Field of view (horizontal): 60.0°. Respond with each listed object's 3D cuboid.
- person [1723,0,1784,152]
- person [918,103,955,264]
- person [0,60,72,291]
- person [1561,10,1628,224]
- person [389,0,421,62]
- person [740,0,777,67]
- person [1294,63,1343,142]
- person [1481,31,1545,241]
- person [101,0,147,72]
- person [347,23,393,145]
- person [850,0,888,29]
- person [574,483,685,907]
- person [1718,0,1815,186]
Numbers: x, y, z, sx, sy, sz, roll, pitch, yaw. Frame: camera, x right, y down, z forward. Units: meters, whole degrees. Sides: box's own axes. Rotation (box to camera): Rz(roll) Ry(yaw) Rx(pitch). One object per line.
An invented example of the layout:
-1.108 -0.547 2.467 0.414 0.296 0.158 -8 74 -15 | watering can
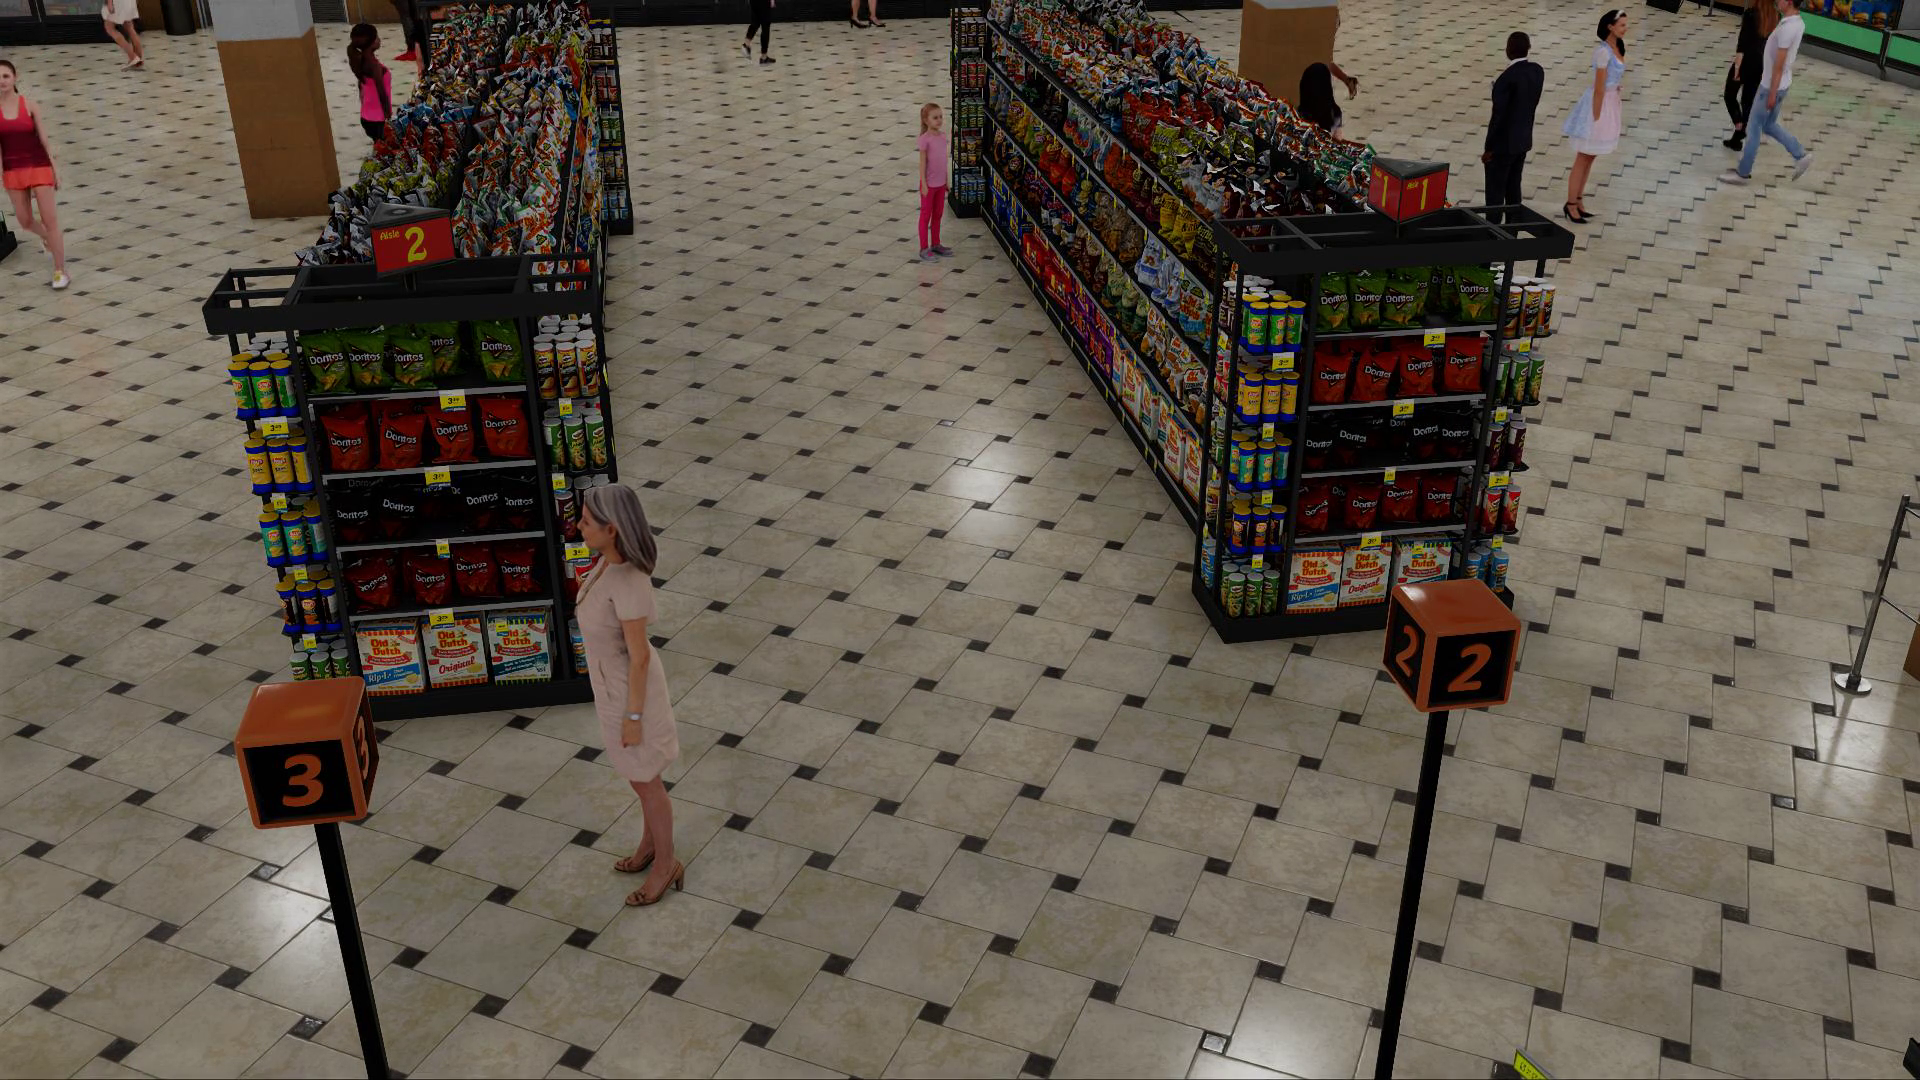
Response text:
8.017 -4.761 16.750 0.620 1.702 0.695 -3 27 -7 | person
-0.225 -2.944 13.645 0.643 1.270 0.588 21 33 35 | person
-7.247 -2.869 12.982 0.617 1.736 0.949 -8 28 -15 | person
5.563 -3.698 14.531 0.919 1.815 0.858 17 31 30 | person
-7.079 -7.042 21.134 0.776 1.805 0.628 7 28 14 | person
-2.561 -6.753 20.697 0.794 1.686 0.846 20 33 35 | person
2.758 -2.820 12.930 0.670 1.696 0.716 -10 28 -18 | person
4.468 -3.213 13.564 0.777 1.824 0.756 -18 32 -31 | person
-10.239 -6.615 20.398 0.786 1.710 0.641 4 27 7 | person
-5.149 -3.597 14.445 0.743 1.712 0.696 -18 32 -31 | person
-1.435 -7.929 23.042 0.788 1.662 0.688 -3 27 -6 | person
-1.215 0.580 6.181 0.688 1.736 0.527 -9 28 -17 | person
7.677 -4.197 15.492 1.113 1.834 1.033 19 32 32 | person
